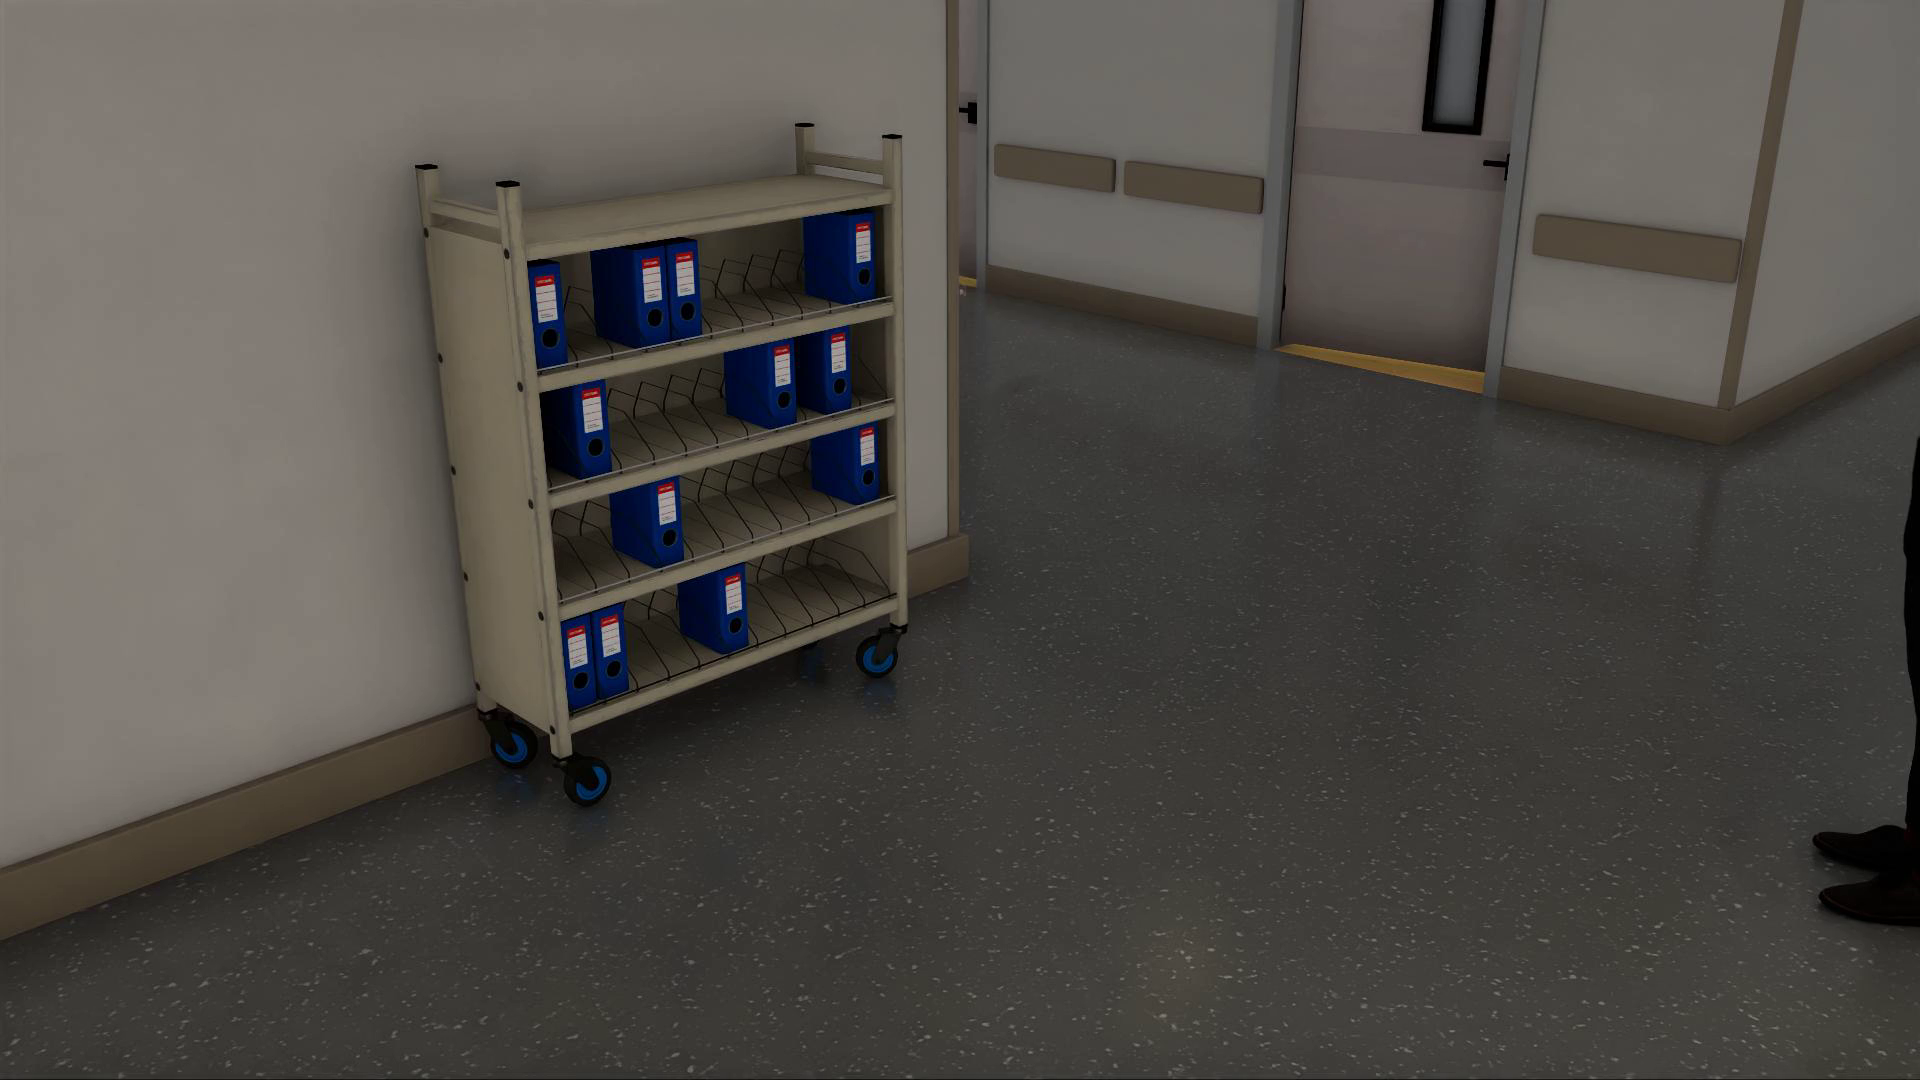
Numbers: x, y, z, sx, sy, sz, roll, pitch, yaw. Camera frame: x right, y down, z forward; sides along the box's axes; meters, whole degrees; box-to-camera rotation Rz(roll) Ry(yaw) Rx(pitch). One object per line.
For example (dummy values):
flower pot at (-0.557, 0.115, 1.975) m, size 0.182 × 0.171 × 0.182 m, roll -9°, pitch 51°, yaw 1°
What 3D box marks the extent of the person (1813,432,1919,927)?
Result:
person at (2.243, 0.011, 3.670) m, size 0.769 × 1.807 × 0.600 m, roll 9°, pitch 23°, yaw 22°
